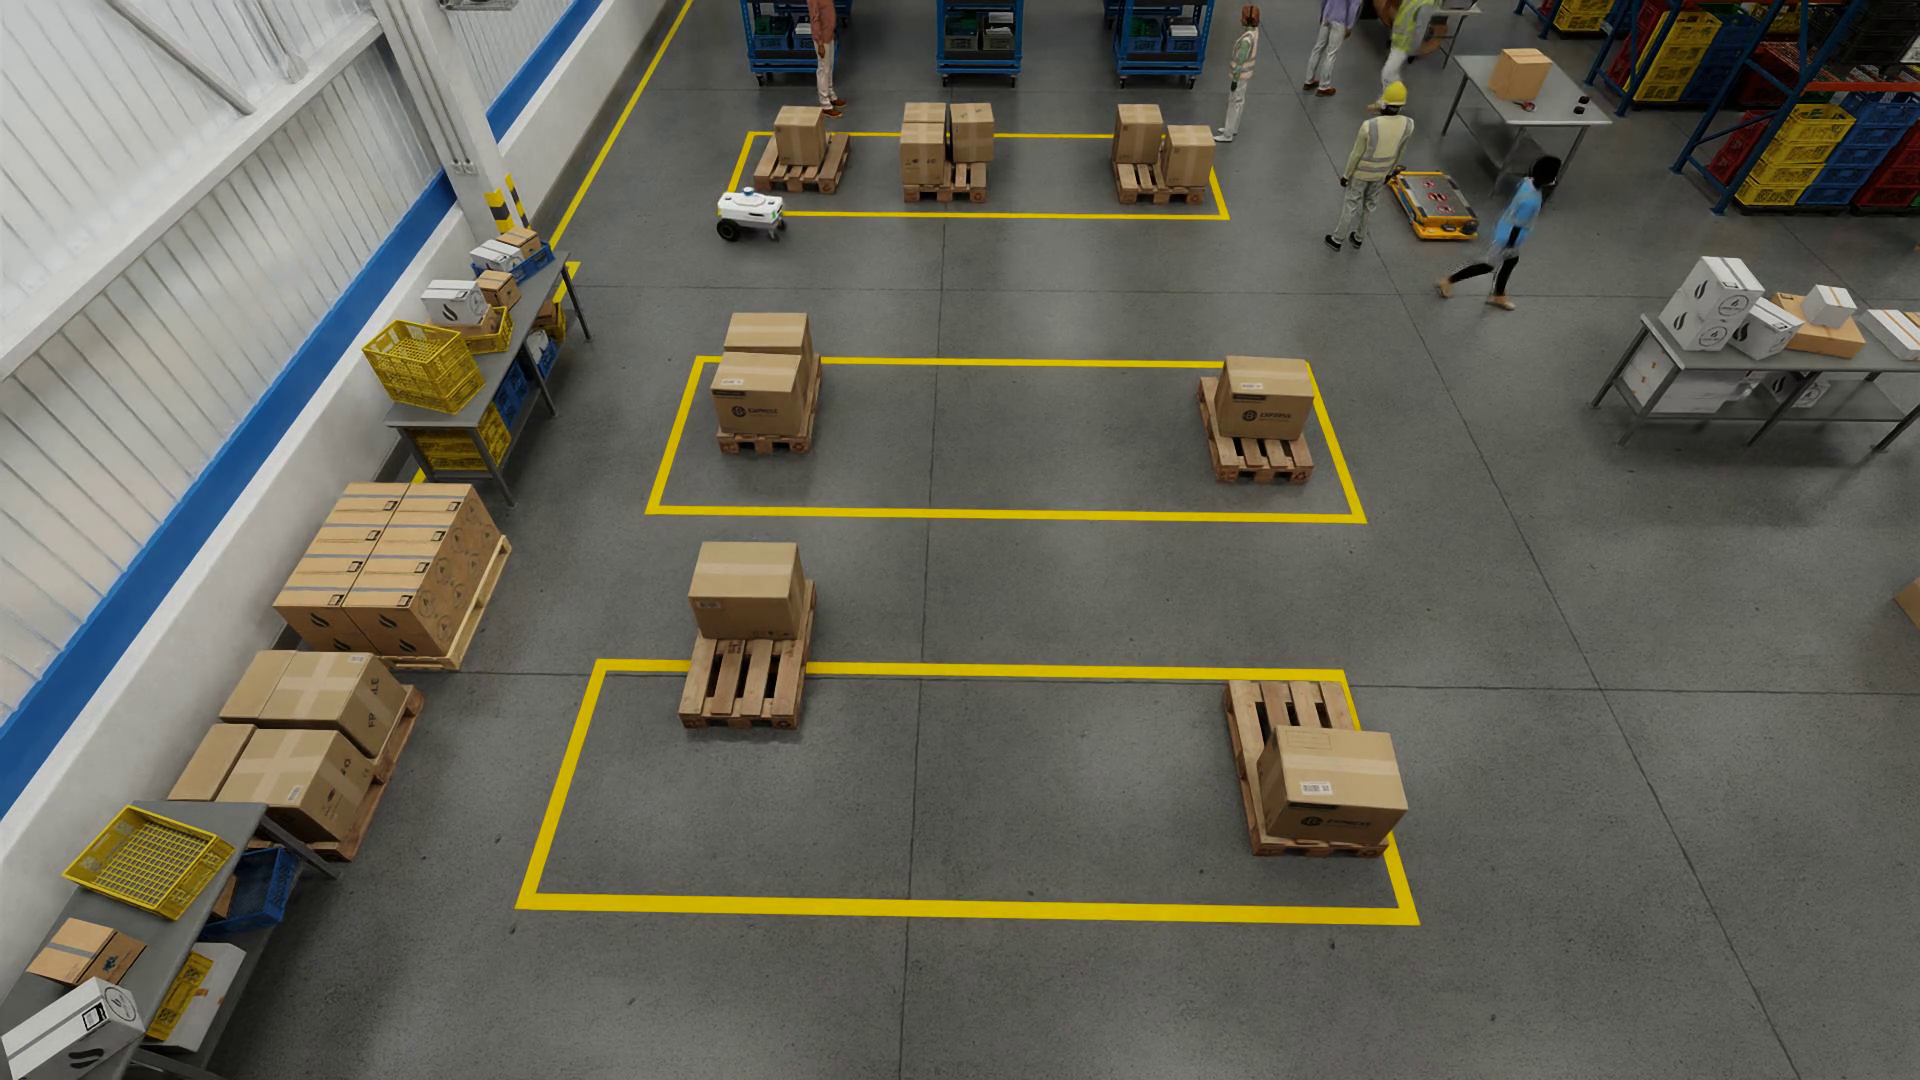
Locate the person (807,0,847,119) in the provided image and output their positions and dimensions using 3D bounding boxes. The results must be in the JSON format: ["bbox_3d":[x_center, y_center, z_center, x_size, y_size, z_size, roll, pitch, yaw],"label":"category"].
[{"bbox_3d":[-1.797,-6.709,12.189,0.375,1.997,0.612,7,49,6],"label":"person"}]

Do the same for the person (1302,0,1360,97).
[{"bbox_3d":[5.186,-7.174,12.630,0.372,1.940,0.627,-22,53,-18],"label":"person"}]

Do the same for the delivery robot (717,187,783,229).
[{"bbox_3d":[-2.408,-3.825,10.580,0.707,0.478,0.477,8,50,6],"label":"delivery robot"}]

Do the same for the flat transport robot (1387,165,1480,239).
[{"bbox_3d":[5.692,-4.094,11.059,0.652,0.197,1.431,1,49,1],"label":"flat transport robot"}]

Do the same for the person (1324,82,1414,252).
[{"bbox_3d":[4.455,-4.028,9.976,0.590,1.833,0.404,-7,49,-6],"label":"person"}]

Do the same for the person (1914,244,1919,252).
[{"bbox_3d":[11.197,-3.894,9.828,0.341,1.879,0.587,-9,50,-8],"label":"person"}]

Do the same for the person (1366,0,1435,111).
[{"bbox_3d":[5.915,-6.624,12.234,0.443,1.830,0.631,5,49,5],"label":"person"}]

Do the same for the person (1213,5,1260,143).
[{"bbox_3d":[3.603,-5.982,11.799,0.313,1.634,0.514,18,52,15],"label":"person"}]

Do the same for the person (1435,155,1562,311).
[{"bbox_3d":[5.517,-3.107,9.284,0.805,1.665,0.528,22,53,18],"label":"person"}]
